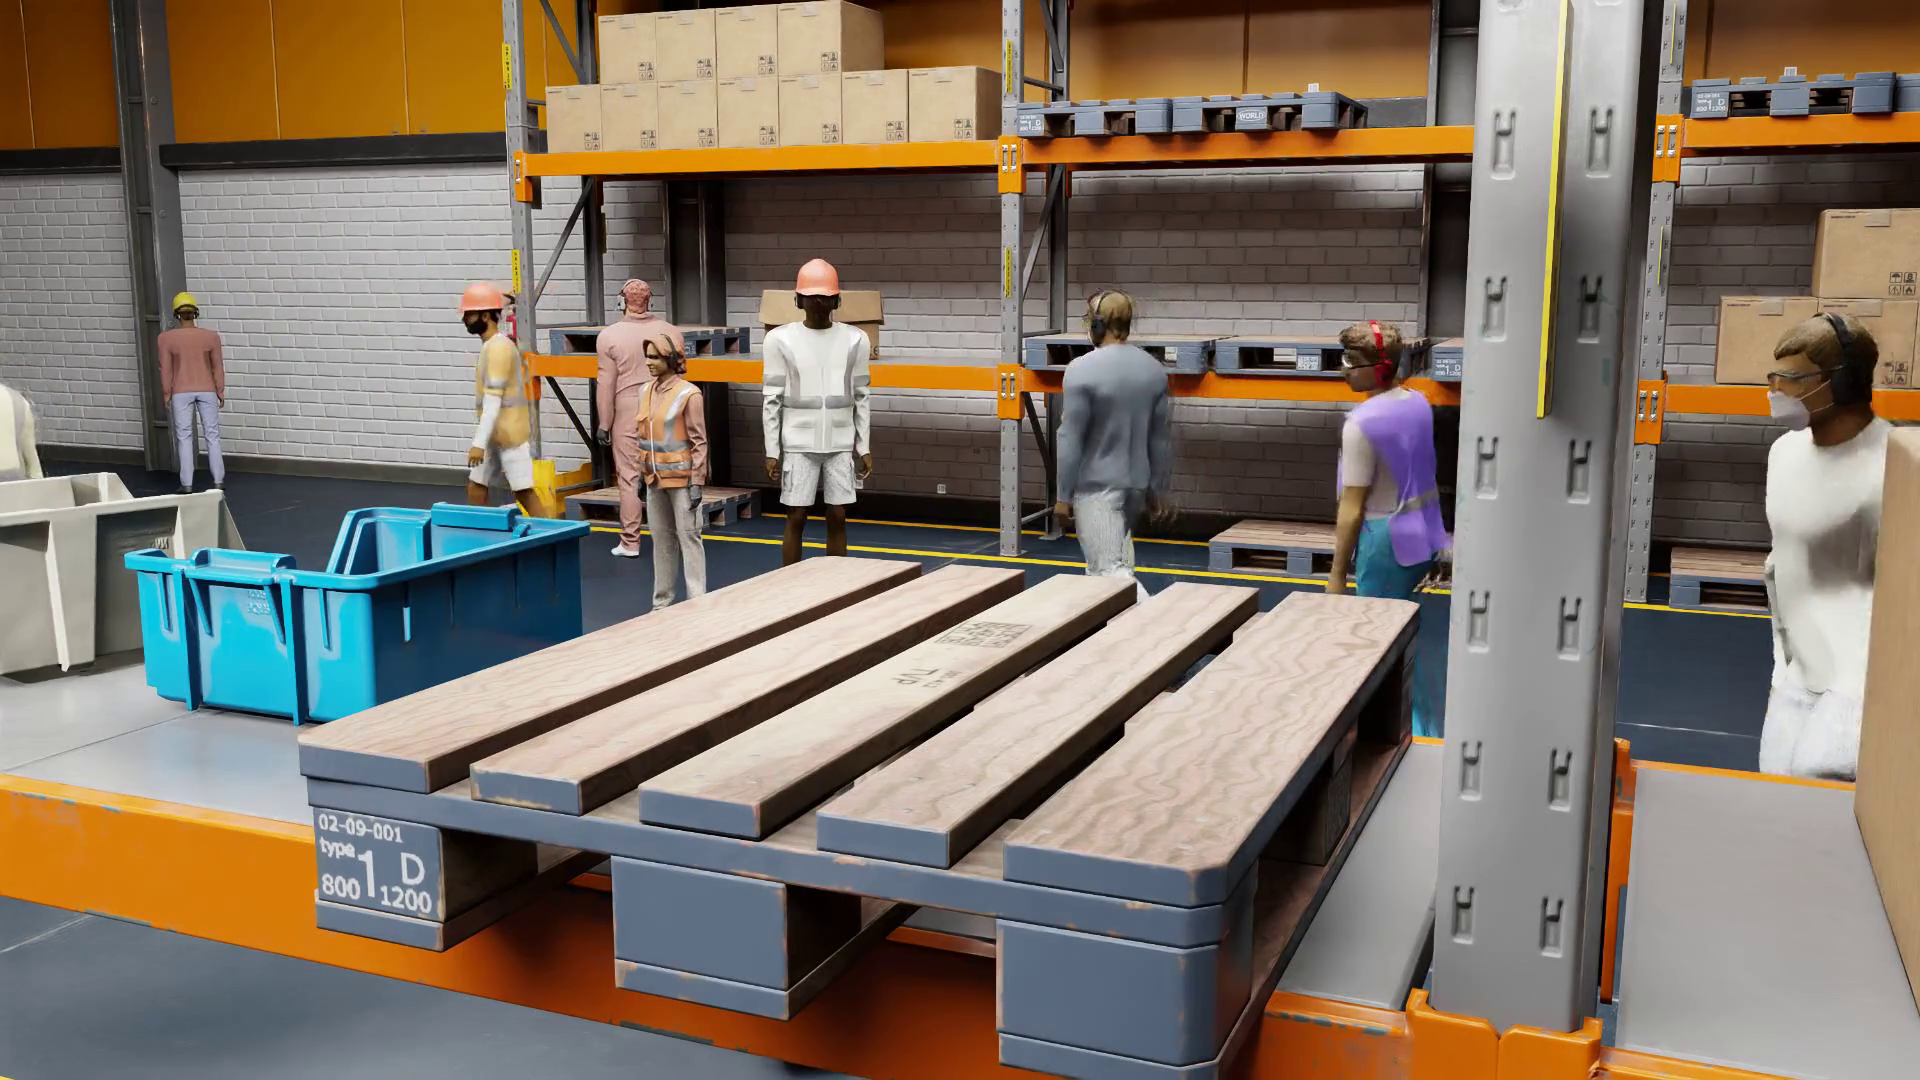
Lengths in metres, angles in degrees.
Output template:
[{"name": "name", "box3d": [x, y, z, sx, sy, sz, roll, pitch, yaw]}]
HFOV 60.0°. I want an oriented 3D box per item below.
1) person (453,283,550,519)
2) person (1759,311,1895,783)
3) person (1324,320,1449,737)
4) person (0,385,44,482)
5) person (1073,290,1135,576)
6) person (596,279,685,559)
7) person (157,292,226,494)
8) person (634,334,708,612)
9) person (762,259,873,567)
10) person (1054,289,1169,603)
[{"name": "person", "box3d": [-2.951, -0.645, 10.379, 0.963, 1.885, 0.557, -4, 10, -25]}, {"name": "person", "box3d": [2.273, 0.388, 4.142, 0.628, 1.911, 0.656, 1, 9, 4]}, {"name": "person", "box3d": [1.613, 0.083, 6.267, 0.404, 1.812, 0.621, 7, 12, 34]}, {"name": "person", "box3d": [-4.437, -0.082, 7.337, 0.930, 1.776, 0.616, 3, 10, 19]}, {"name": "person", "box3d": [0.791, -0.436, 9.195, 0.328, 1.872, 0.513, 8, 12, 40]}, {"name": "person", "box3d": [-2.199, -0.828, 11.432, 0.637, 1.911, 0.406, -6, 11, -31]}, {"name": "person", "box3d": [-6.711, -1.279, 14.558, 0.525, 1.769, 0.308, -6, 11, -33]}, {"name": "person", "box3d": [-1.580, -0.306, 9.105, 0.517, 1.639, 0.314, 8, 12, 39]}, {"name": "person", "box3d": [-0.779, -0.529, 9.239, 0.615, 2.038, 0.395, -3, 10, -16]}, {"name": "person", "box3d": [0.783, -0.239, 7.943, 0.633, 1.912, 0.902, -9, 13, -42]}]
